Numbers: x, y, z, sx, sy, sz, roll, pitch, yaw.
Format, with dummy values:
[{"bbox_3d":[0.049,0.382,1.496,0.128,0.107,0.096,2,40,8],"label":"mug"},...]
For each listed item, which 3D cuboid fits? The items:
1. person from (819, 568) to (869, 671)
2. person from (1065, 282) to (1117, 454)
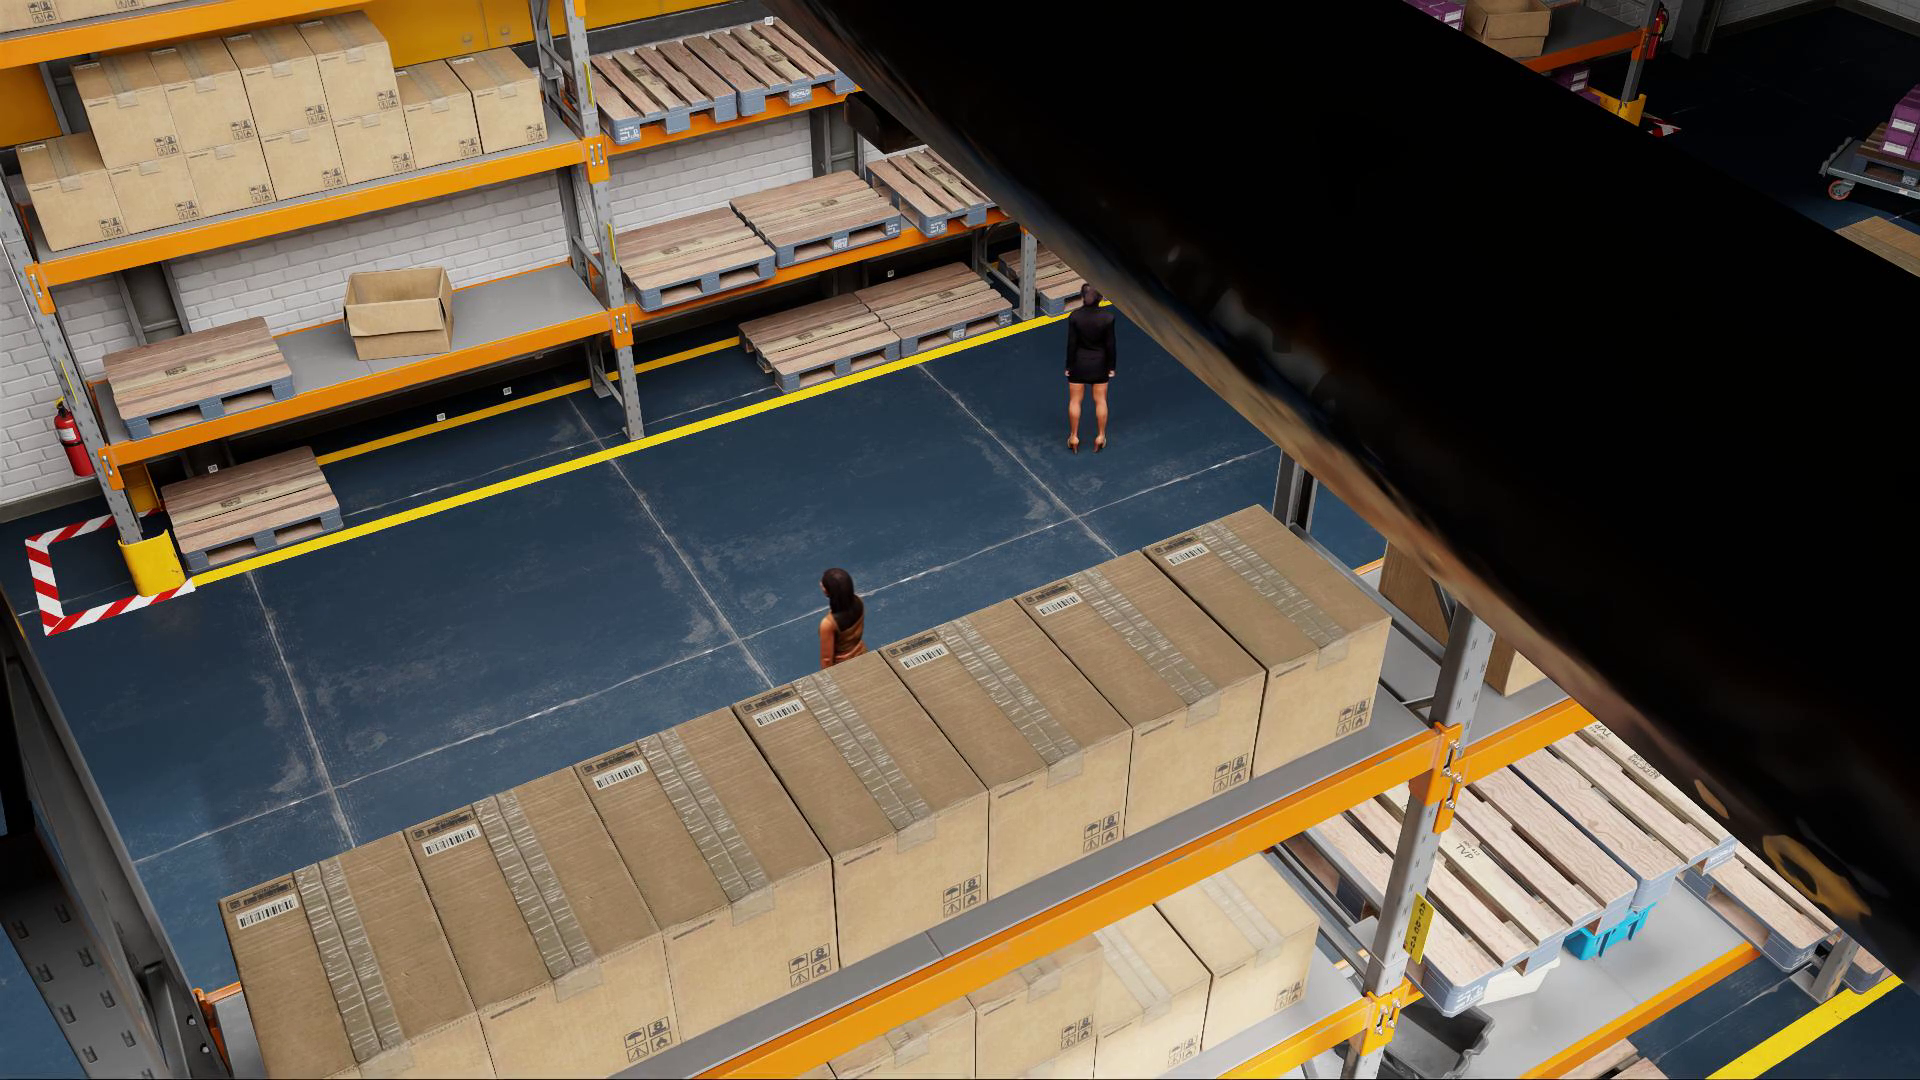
[{"bbox_3d":[-0.748,0.853,10.925,0.698,1.683,0.591,21,43,24],"label":"person"},{"bbox_3d":[1.074,-1.438,13.828,0.686,1.640,0.757,1,39,2],"label":"person"}]
